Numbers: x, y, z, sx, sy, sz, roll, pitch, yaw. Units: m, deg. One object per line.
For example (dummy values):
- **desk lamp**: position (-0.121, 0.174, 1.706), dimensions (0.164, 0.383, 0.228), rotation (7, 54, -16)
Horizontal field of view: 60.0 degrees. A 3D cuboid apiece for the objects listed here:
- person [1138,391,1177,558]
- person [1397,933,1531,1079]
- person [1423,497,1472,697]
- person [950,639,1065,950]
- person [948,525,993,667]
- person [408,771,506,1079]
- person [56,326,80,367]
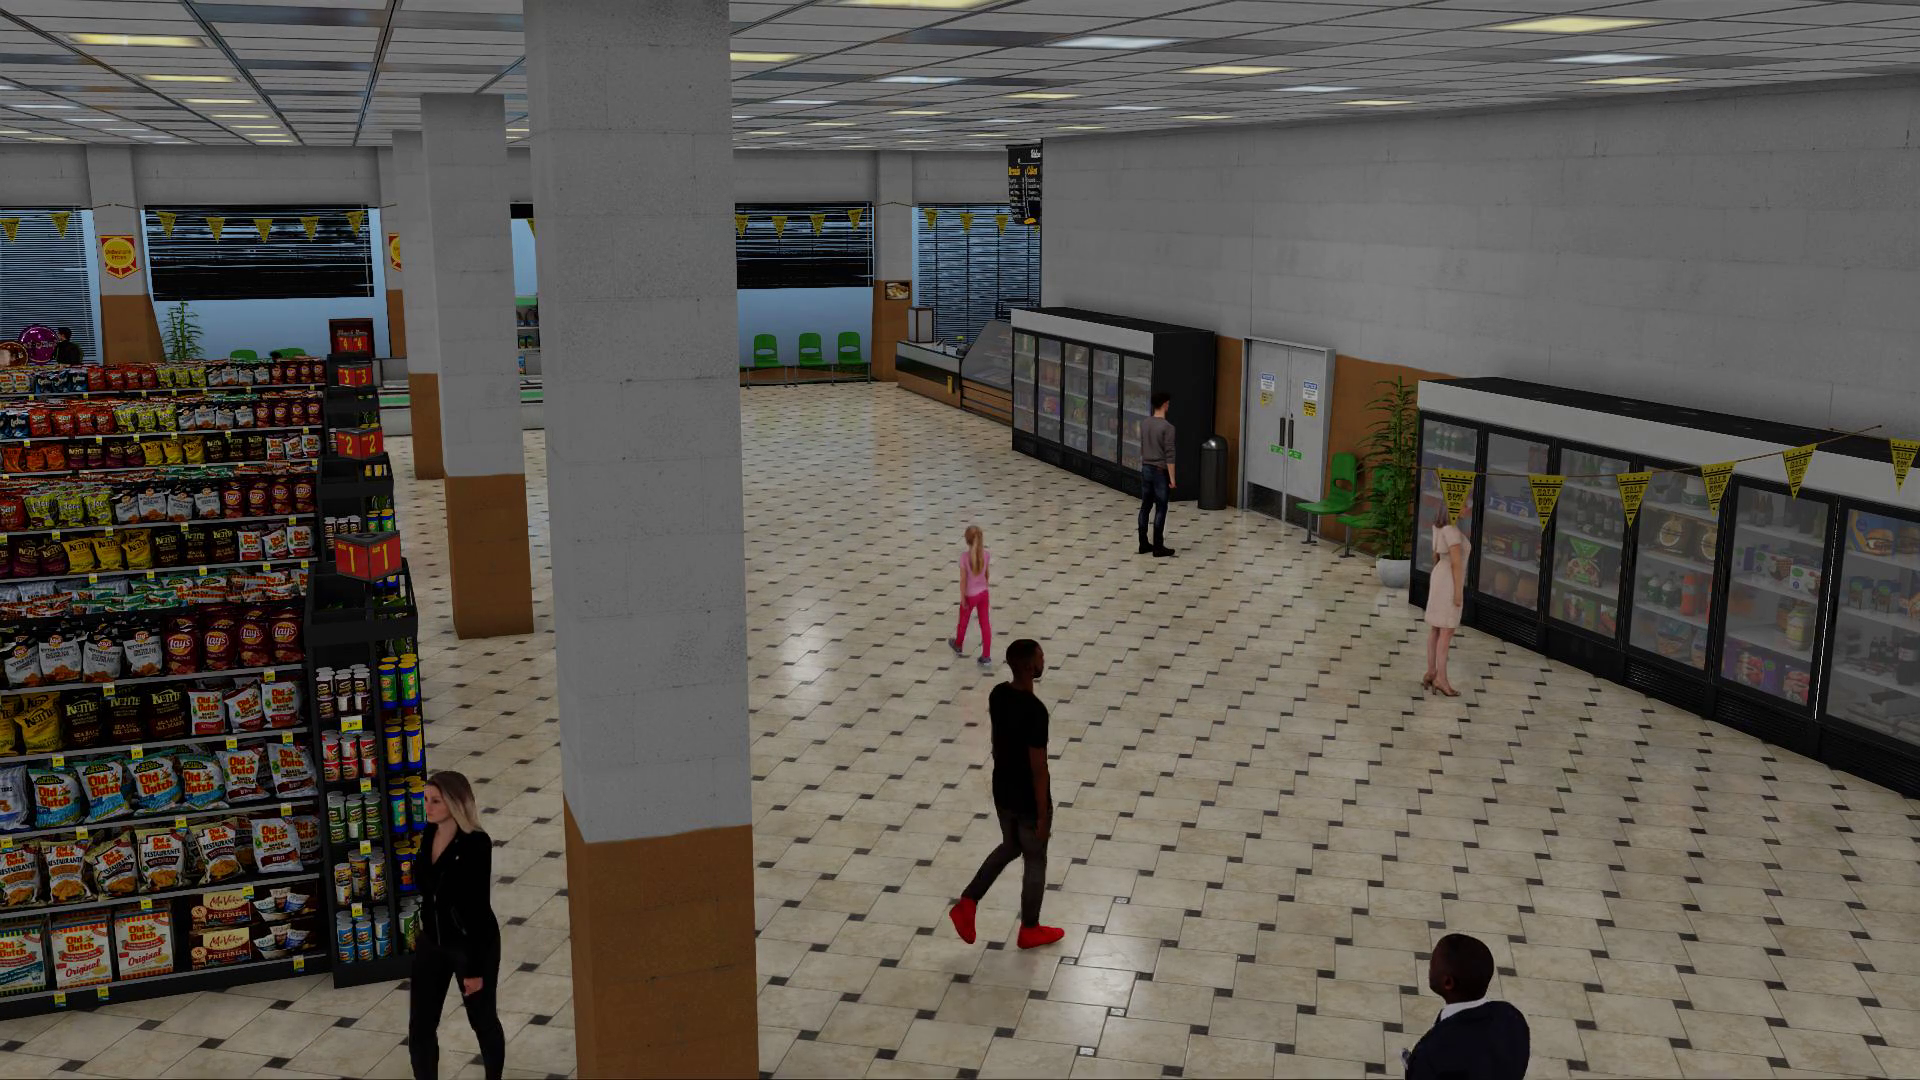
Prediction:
- **person**: position (2.261, -0.771, 19.253), dimensions (0.700, 1.900, 0.738), rotation (-10, 16, -40)
- **person**: position (1.695, 2.189, 5.441), dimensions (1.183, 1.799, 0.964), rotation (-8, 14, -33)
- **person**: position (4.071, 0.433, 13.931), dimensions (0.631, 1.737, 0.653), rotation (-1, 12, -5)
- **person**: position (0.255, 1.422, 9.104), dimensions (1.014, 1.790, 0.808), rotation (-8, 14, -34)
- **person**: position (0.169, 0.510, 14.767), dimensions (0.824, 1.242, 0.570), rotation (-5, 13, -23)
- **person**: position (-2.181, 1.822, 7.501), dimensions (0.876, 1.668, 0.938), rotation (5, 13, 24)
- **person**: position (-15.558, -2.812, 29.092), dimensions (0.636, 1.840, 0.744), rotation (-2, 12, -8)
